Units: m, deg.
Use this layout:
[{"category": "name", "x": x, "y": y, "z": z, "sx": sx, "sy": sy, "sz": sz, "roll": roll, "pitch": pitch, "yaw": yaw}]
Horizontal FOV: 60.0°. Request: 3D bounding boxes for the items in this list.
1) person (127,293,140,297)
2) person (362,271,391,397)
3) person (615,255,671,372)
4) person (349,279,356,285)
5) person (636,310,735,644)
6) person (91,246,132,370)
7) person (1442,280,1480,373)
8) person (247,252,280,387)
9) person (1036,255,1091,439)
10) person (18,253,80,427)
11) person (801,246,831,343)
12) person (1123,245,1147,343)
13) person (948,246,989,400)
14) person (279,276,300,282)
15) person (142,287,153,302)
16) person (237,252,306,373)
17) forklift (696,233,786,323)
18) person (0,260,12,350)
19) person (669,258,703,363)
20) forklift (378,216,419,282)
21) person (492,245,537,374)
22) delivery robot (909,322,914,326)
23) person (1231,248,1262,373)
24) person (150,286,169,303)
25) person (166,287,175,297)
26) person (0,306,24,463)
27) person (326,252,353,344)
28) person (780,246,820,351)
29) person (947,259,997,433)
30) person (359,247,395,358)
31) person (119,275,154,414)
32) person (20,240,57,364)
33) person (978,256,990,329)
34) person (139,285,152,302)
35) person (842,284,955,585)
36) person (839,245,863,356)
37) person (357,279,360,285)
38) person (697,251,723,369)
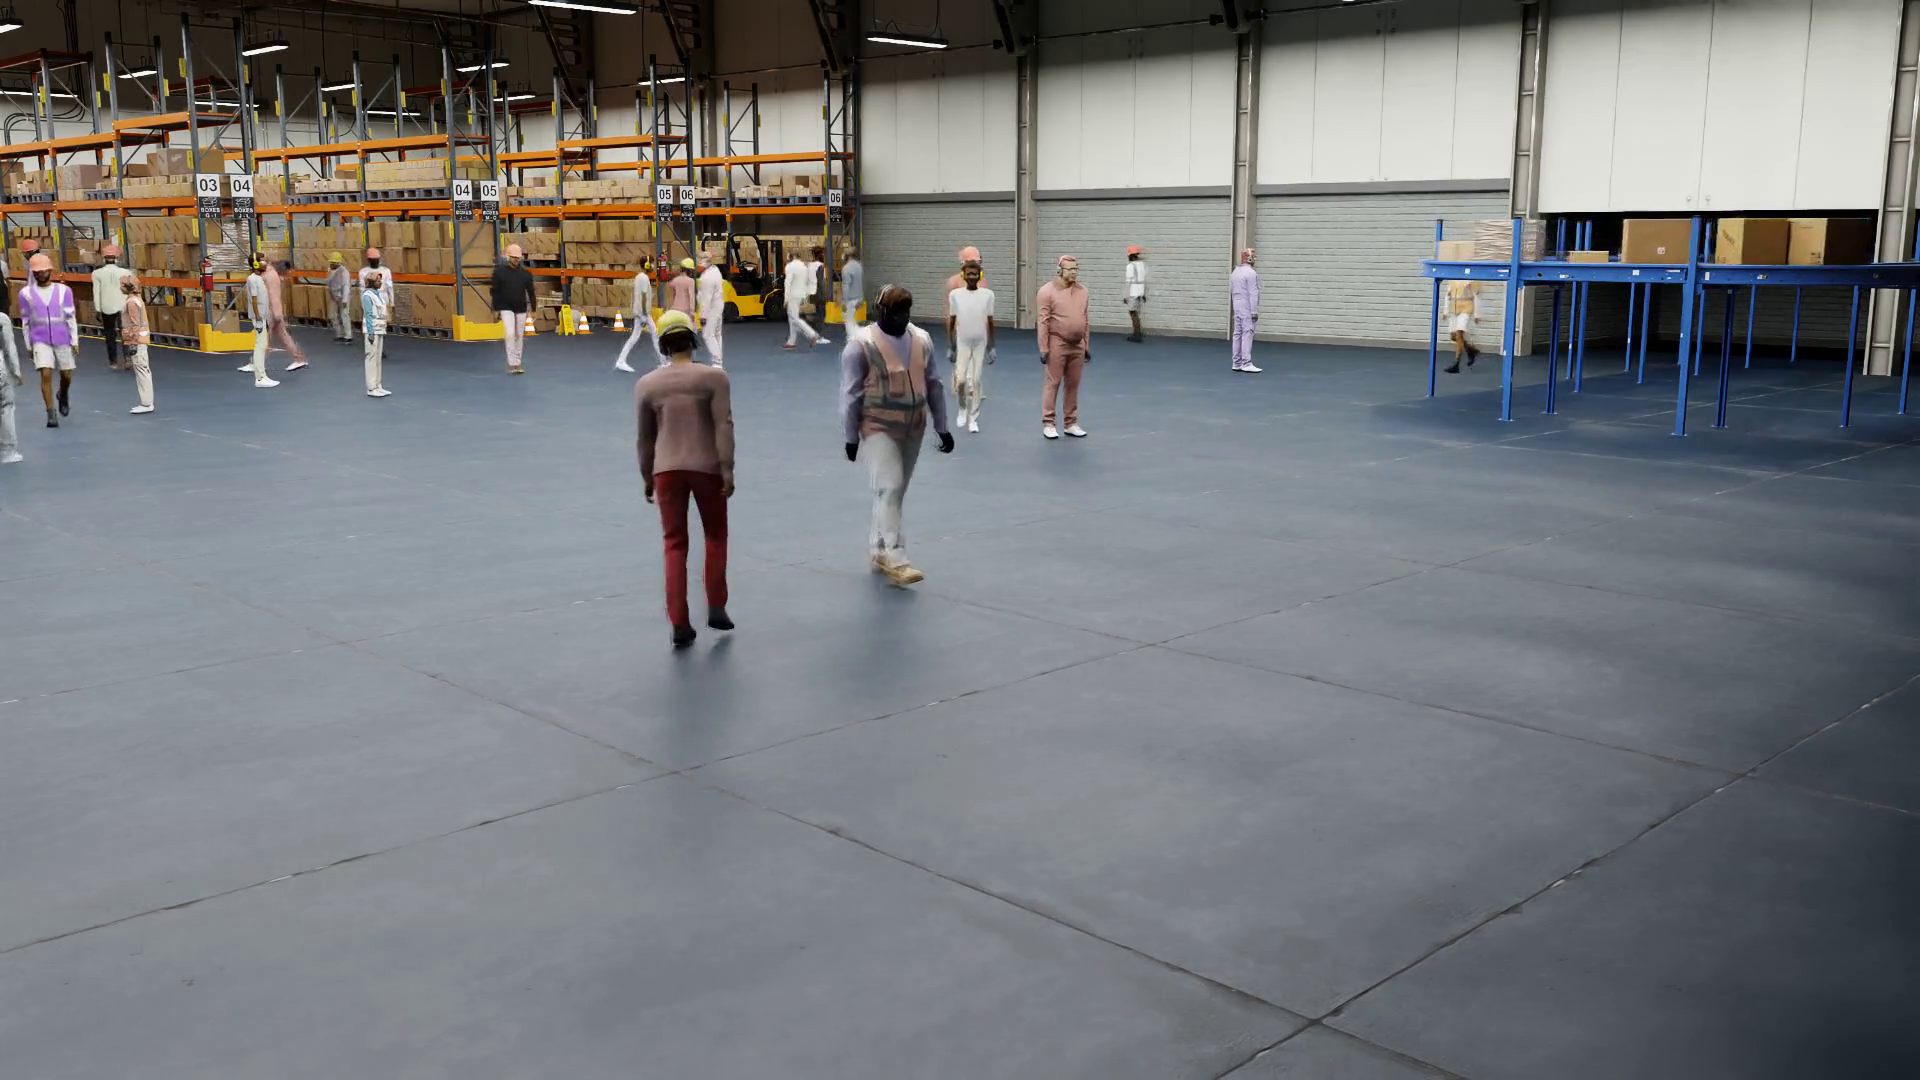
[{"category": "person", "x": -19.588, "y": -5.994, "z": 39.249, "sx": 0.927, "sy": 1.840, "sz": 0.590, "roll": 9, "pitch": 14, "yaw": 41}, {"category": "person", "x": -7.711, "y": -2.715, "z": 21.927, "sx": 0.315, "sy": 1.640, "sz": 0.515, "roll": 0, "pitch": 10, "yaw": -2}, {"category": "person", "x": -4.938, "y": -3.528, "z": 25.934, "sx": 1.014, "sy": 1.816, "sz": 0.531, "roll": -5, "pitch": 12, "yaw": -26}, {"category": "person", "x": -19.195, "y": -8.438, "z": 52.309, "sx": 0.605, "sy": 1.943, "sz": 0.402, "roll": 5, "pitch": 12, "yaw": 27}, {"category": "person", "x": -1.434, "y": -0.335, "z": 8.729, "sx": 0.552, "sy": 1.710, "sz": 0.586, "roll": 1, "pitch": 10, "yaw": 4}, {"category": "person", "x": -13.352, "y": -3.675, "z": 26.324, "sx": 0.630, "sy": 1.957, "sz": 0.973, "roll": -7, "pitch": 13, "yaw": -35}, {"category": "person", "x": 7.850, "y": -3.568, "z": 25.855, "sx": 0.738, "sy": 1.908, "sz": 0.548, "roll": -7, "pitch": 12, "yaw": -33}, {"category": "person", "x": -9.821, "y": -3.101, "z": 23.391, "sx": 0.326, "sy": 1.876, "sz": 0.520, "roll": -3, "pitch": 11, "yaw": -14}, {"category": "person", "x": 1.114, "y": -2.027, "z": 17.452, "sx": 0.652, "sy": 1.904, "sz": 0.403, "roll": -7, "pitch": 12, "yaw": -32}, {"category": "person", "x": -10.198, "y": -2.251, "z": 18.641, "sx": 0.554, "sy": 1.915, "sz": 0.688, "roll": -6, "pitch": 12, "yaw": -30}, {"category": "person", "x": -2.800, "y": -4.824, "z": 32.708, "sx": 0.477, "sy": 1.903, "sz": 0.593, "roll": -4, "pitch": 11, "yaw": -20}, {"category": "person", "x": 3.422, "y": -4.887, "z": 33.010, "sx": 0.613, "sy": 1.915, "sz": 0.587, "roll": 9, "pitch": 14, "yaw": 41}, {"category": "person", "x": 0.091, "y": -2.844, "z": 21.736, "sx": 0.622, "sy": 1.972, "sz": 0.823, "roll": -7, "pitch": 13, "yaw": -34}, {"category": "person", "x": -18.007, "y": -7.020, "z": 44.650, "sx": 0.495, "sy": 1.913, "sz": 0.602, "roll": 8, "pitch": 13, "yaw": 36}, {"category": "person", "x": -21.865, "y": -7.063, "z": 44.539, "sx": 0.392, "sy": 2.039, "sz": 0.615, "roll": 6, "pitch": 12, "yaw": 31}, {"category": "person", "x": -10.732, "y": -3.545, "z": 25.877, "sx": 0.993, "sy": 1.862, "sz": 0.661, "roll": -4, "pitch": 11, "yaw": -21}, {"category": "forklift", "x": -5.496, "y": -6.489, "z": 41.108, "sx": 2.313, "sy": 2.155, "sz": 1.214, "roll": -10, "pitch": 14, "yaw": -44}, {"category": "person", "x": -17.746, "y": -4.455, "z": 30.436, "sx": 0.704, "sy": 2.000, "sz": 0.875, "roll": -8, "pitch": 13, "yaw": -36}, {"category": "person", "x": -4.493, "y": -3.737, "z": 27.251, "sx": 0.639, "sy": 1.720, "sz": 0.760, "roll": 7, "pitch": 13, "yaw": 35}, {"category": "forklift", "x": -17.868, "y": -9.201, "z": 54.028, "sx": 1.873, "sy": 2.768, "sz": 1.129, "roll": -10, "pitch": 14, "yaw": -44}, {"category": "person", "x": -6.775, "y": -3.515, "z": 25.420, "sx": 0.634, "sy": 1.952, "sz": 0.889, "roll": -6, "pitch": 12, "yaw": -30}, {"category": "delivery robot", "x": -1.010, "y": -3.949, "z": 31.477, "sx": 0.477, "sy": 0.478, "sz": 0.707, "roll": -2, "pitch": 10, "yaw": -10}, {"category": "person", "x": 4.468, "y": -3.573, "z": 25.882, "sx": 0.407, "sy": 1.908, "sz": 0.641, "roll": -4, "pitch": 11, "yaw": -20}, {"category": "person", "x": -20.757, "y": -6.666, "z": 43.029, "sx": 0.579, "sy": 1.808, "sz": 0.815, "roll": -7, "pitch": 13, "yaw": -35}, {"category": "person", "x": -22.732, "y": -7.523, "z": 48.041, "sx": 0.544, "sy": 1.679, "sz": 0.427, "roll": 10, "pitch": 14, "yaw": 43}, {"category": "person", "x": -8.953, "y": -1.529, "z": 15.272, "sx": 0.578, "sy": 1.697, "sz": 0.581, "roll": -6, "pitch": 12, "yaw": -29}, {"category": "person", "x": -12.083, "y": -4.707, "z": 32.392, "sx": 0.615, "sy": 1.783, "sz": 0.570, "roll": 5, "pitch": 12, "yaw": 27}, {"category": "person", "x": -2.954, "y": -4.440, "z": 30.573, "sx": 0.798, "sy": 1.920, "sz": 0.632, "roll": 4, "pitch": 11, "yaw": 20}, {"category": "person", "x": 0.125, "y": -2.088, "z": 17.922, "sx": 0.543, "sy": 1.854, "sz": 0.388, "roll": 0, "pitch": 10, "yaw": -3}, {"category": "person", "x": -10.166, "y": -4.142, "z": 28.948, "sx": 0.545, "sy": 1.918, "sz": 0.775, "roll": -8, "pitch": 13, "yaw": -36}, {"category": "person", "x": -9.827, "y": -2.334, "z": 19.851, "sx": 0.309, "sy": 1.637, "sz": 0.522, "roll": -4, "pitch": 11, "yaw": -20}, {"category": "person", "x": -15.244, "y": -3.933, "z": 27.492, "sx": 0.404, "sy": 2.034, "sz": 0.609, "roll": -8, "pitch": 13, "yaw": -37}, {"category": "person", "x": 0.456, "y": -5.401, "z": 36.480, "sx": 0.799, "sy": 1.662, "sz": 0.552, "roll": -5, "pitch": 12, "yaw": -25}, {"category": "person", "x": -21.026, "y": -6.527, "z": 42.729, "sx": 0.507, "sy": 1.632, "sz": 0.267, "roll": -8, "pitch": 13, "yaw": -37}, {"category": "person", "x": -0.337, "y": -0.641, "z": 10.172, "sx": 0.649, "sy": 1.808, "sz": 0.859, "roll": -9, "pitch": 13, "yaw": -39}, {"category": "person", "x": -1.926, "y": -4.192, "z": 29.186, "sx": 0.442, "sy": 1.929, "sz": 0.649, "roll": 4, "pitch": 11, "yaw": 20}, {"category": "person", "x": -15.353, "y": -6.580, "z": 43.015, "sx": 0.501, "sy": 1.633, "sz": 0.285, "roll": -10, "pitch": 14, "yaw": -43}, {"category": "person", "x": -3.867, "y": -3.522, "z": 25.727, "sx": 0.396, "sy": 1.872, "sz": 0.739, "roll": 1, "pitch": 10, "yaw": 4}]
